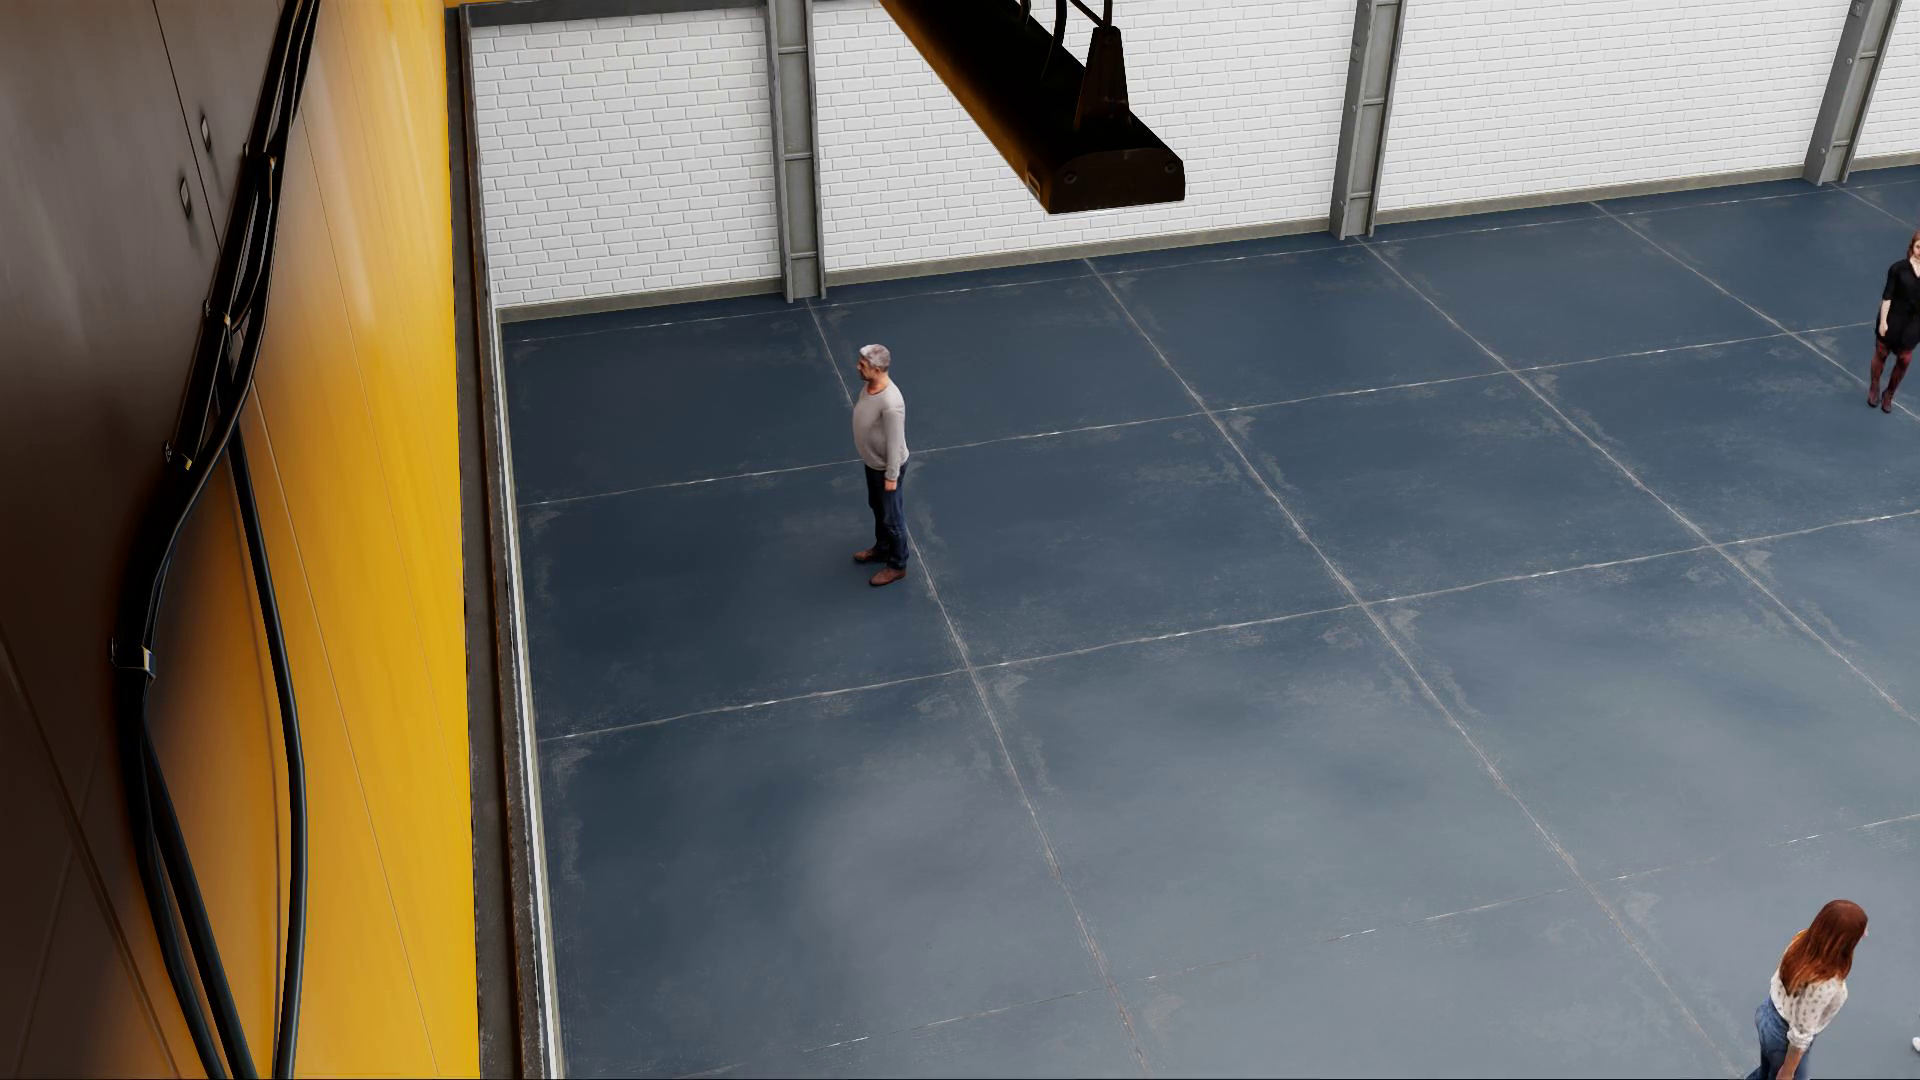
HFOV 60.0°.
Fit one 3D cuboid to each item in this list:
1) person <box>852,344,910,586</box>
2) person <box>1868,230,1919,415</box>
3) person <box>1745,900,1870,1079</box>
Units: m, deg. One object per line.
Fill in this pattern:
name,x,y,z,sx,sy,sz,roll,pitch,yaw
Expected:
person,-0.562,-0.573,12.135,0.657,1.910,0.764,-13,36,-18
person,8.092,-1.927,14.372,0.720,1.688,0.786,7,34,10
person,3.843,2.338,7.935,0.925,1.712,0.794,6,34,10
